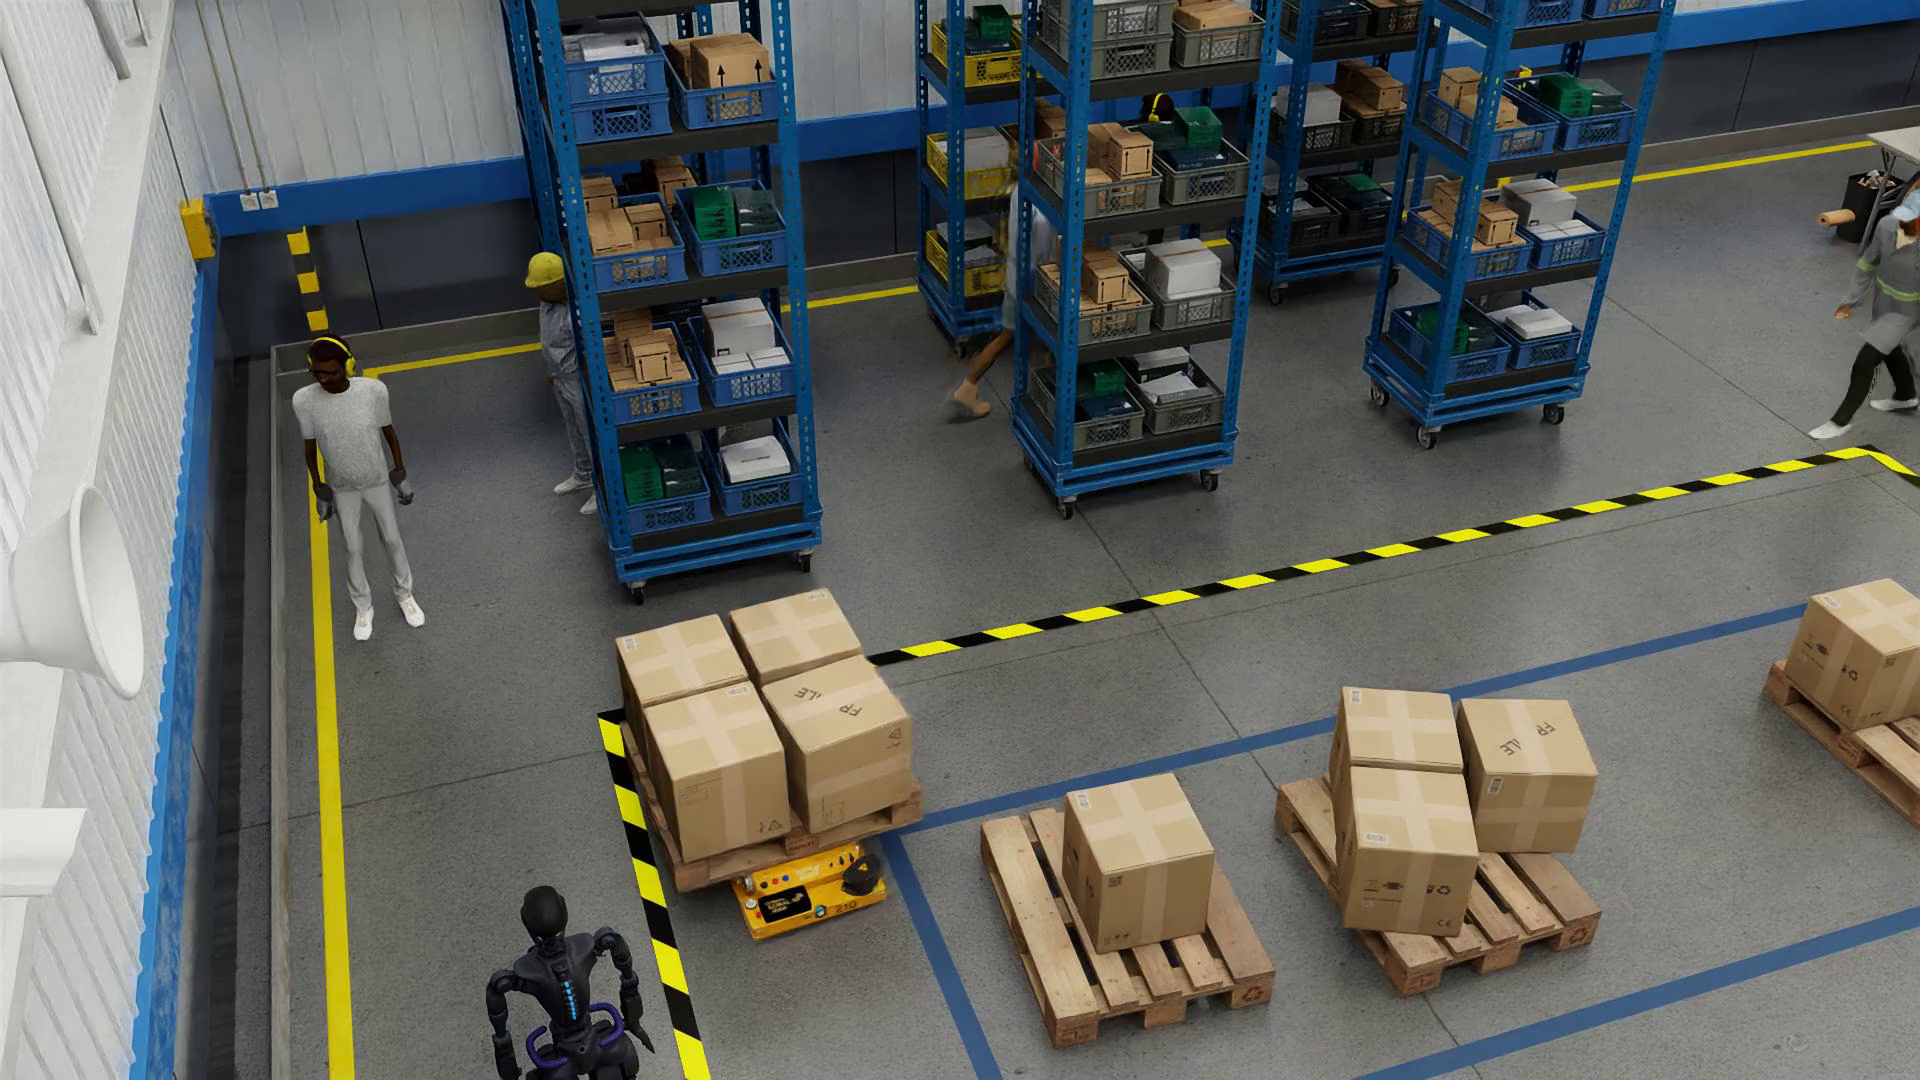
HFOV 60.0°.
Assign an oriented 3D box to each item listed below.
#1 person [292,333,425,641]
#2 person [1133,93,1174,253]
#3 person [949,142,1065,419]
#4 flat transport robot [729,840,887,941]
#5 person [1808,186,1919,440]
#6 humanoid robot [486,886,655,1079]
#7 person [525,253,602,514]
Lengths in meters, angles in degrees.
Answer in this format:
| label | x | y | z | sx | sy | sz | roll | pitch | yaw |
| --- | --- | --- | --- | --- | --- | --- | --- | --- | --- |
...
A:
| label | x | y | z | sx | sy | sz | roll | pitch | yaw |
| --- | --- | --- | --- | --- | --- | --- | --- | --- | --- |
| person | -3.268 | -0.292 | 9.087 | 0.517 | 1.864 | 0.334 | -12 | 37 | -17 |
| person | 1.359 | -2.303 | 11.931 | 0.322 | 1.870 | 0.528 | 13 | 37 | 17 |
| person | 0.406 | -1.683 | 10.956 | 1.015 | 1.996 | 0.628 | -11 | 37 | -15 |
| flat transport robot | -0.919 | 1.307 | 8.178 | 0.652 | 0.197 | 1.431 | -14 | 37 | -19 |
| person | 6.186 | -1.504 | 10.874 | 0.889 | 1.793 | 0.608 | -5 | 35 | -7 |
| humanoid robot | -1.420 | 1.902 | 6.123 | 0.599 | 1.657 | 0.315 | -18 | 39 | -24 |
| person | -2.385 | -0.959 | 10.142 | 0.318 | 1.734 | 0.485 | -24 | 42 | -30 |
